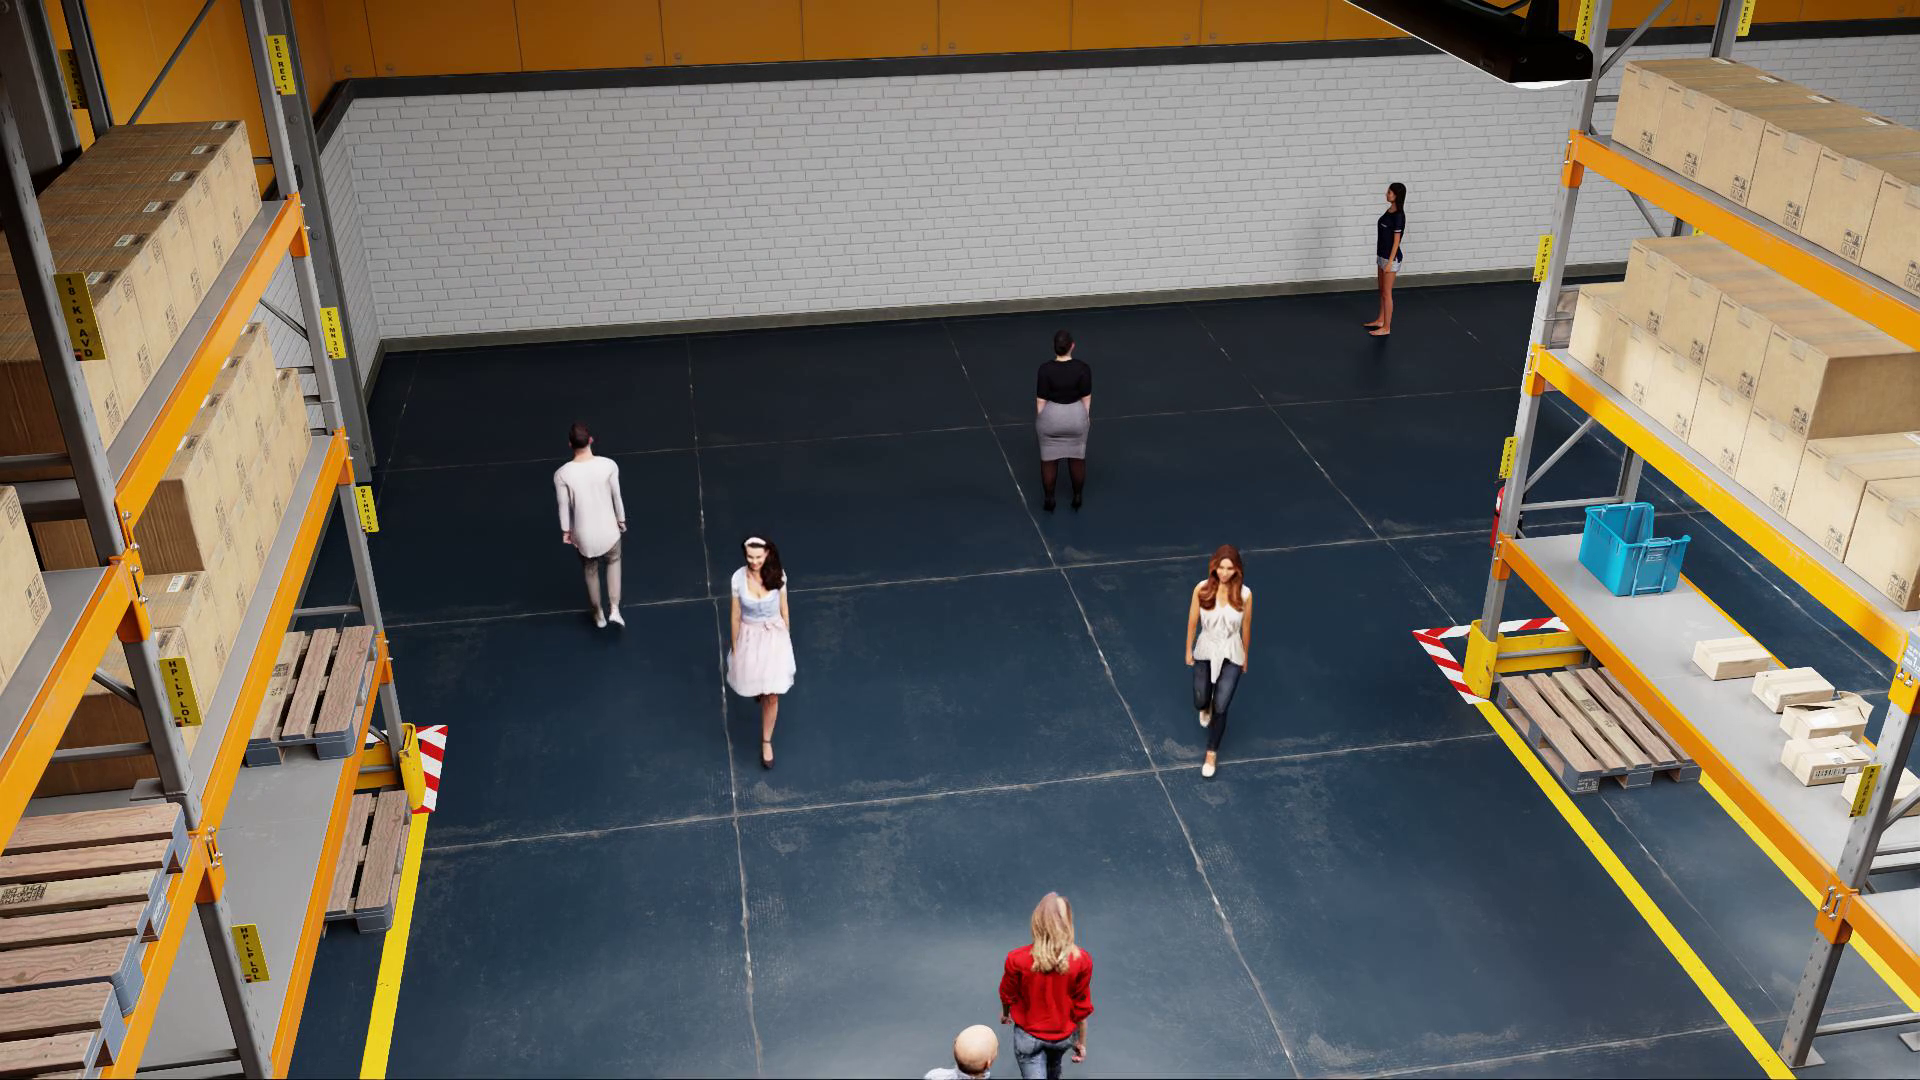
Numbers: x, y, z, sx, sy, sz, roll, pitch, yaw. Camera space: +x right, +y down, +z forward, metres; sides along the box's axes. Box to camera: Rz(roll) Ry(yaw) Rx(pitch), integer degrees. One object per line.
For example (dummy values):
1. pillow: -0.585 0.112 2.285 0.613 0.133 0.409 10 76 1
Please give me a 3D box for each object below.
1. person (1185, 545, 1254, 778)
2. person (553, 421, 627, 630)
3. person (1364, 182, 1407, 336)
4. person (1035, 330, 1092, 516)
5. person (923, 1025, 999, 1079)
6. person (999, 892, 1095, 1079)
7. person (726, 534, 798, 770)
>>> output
1. person: 1.827 0.776 11.700 0.805 1.766 1.000 6 29 11
2. person: -2.877 -0.057 13.167 0.709 1.824 0.860 -8 30 -14
3. person: 4.911 -3.222 19.028 0.673 1.766 0.516 1 29 1
4. person: 0.936 -1.062 15.079 0.687 1.756 0.647 -2 29 -4
5. person: 0.044 2.947 7.695 0.717 1.789 0.770 17 33 28
6. person: 0.432 2.595 8.482 0.656 1.654 1.106 -3 29 -6
7. person: -1.404 0.722 11.766 0.638 1.797 0.961 -4 29 -8
